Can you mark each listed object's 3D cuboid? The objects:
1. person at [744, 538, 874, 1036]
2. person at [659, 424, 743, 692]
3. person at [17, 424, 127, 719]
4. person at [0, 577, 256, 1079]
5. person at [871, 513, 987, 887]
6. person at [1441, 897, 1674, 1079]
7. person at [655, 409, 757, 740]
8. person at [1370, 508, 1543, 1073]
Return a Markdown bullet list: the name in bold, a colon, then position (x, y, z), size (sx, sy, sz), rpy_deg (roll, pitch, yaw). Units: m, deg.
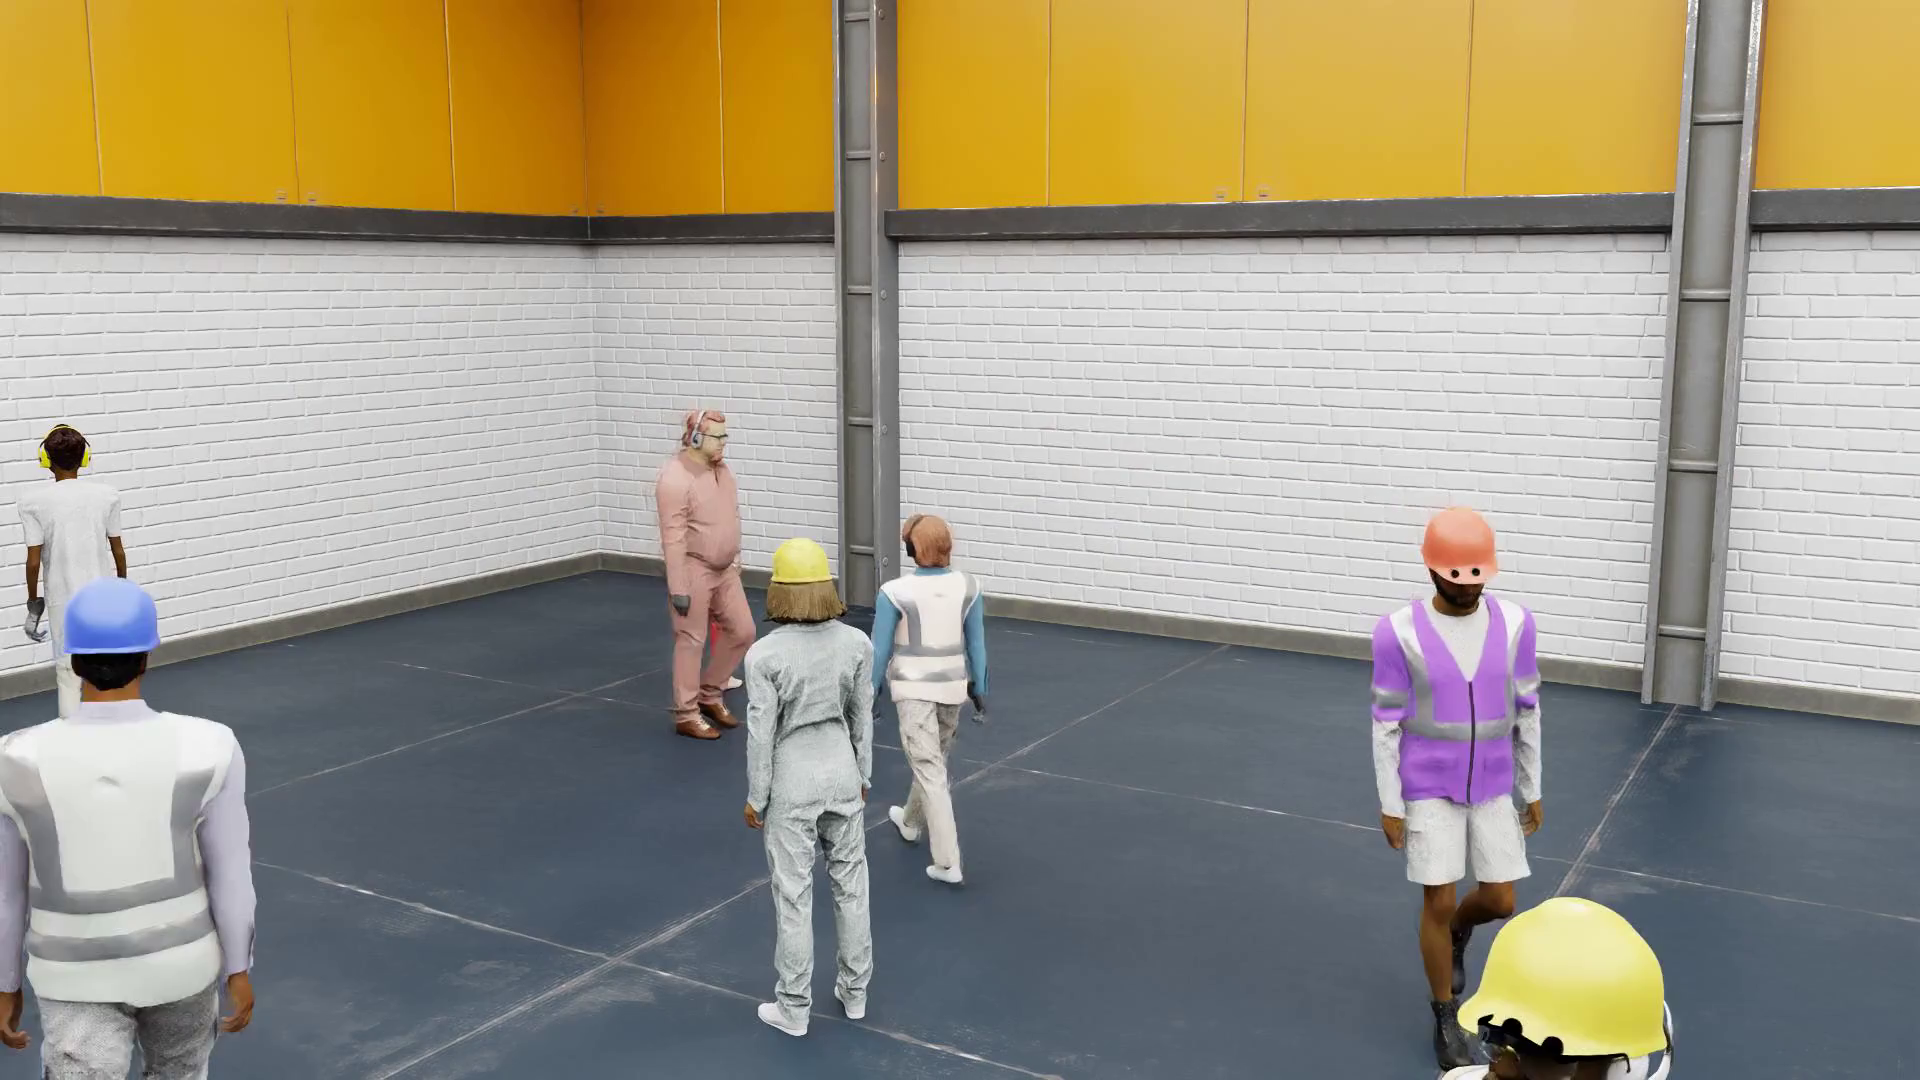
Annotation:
- **person**: position (-0.532, 0.854, 5.822), size (0.484, 1.742, 0.301), rpy_deg (-5, 11, -30)
- **person**: position (-1.632, 0.086, 10.542), size (0.533, 1.767, 0.325), rpy_deg (2, 9, 10)
- **person**: position (-4.618, 0.328, 8.704), size (0.511, 1.872, 0.329), rpy_deg (-9, 12, -43)
- **person**: position (-2.052, 1.047, 4.084), size (0.613, 1.915, 0.912), rpy_deg (-4, 10, -24)
- **person**: position (-0.173, 0.673, 7.386), size (0.538, 1.586, 0.848), rpy_deg (-5, 10, -29)
- **person**: position (0.786, 1.371, 2.297), size (0.404, 1.837, 0.593), rpy_deg (-4, 10, -25)
- **person**: position (-1.437, 0.201, 9.423), size (0.455, 1.886, 0.685), rpy_deg (4, 10, 24)
- **person**: position (1.648, 0.812, 5.593), size (0.603, 1.901, 0.660), rpy_deg (0, 9, -2)
